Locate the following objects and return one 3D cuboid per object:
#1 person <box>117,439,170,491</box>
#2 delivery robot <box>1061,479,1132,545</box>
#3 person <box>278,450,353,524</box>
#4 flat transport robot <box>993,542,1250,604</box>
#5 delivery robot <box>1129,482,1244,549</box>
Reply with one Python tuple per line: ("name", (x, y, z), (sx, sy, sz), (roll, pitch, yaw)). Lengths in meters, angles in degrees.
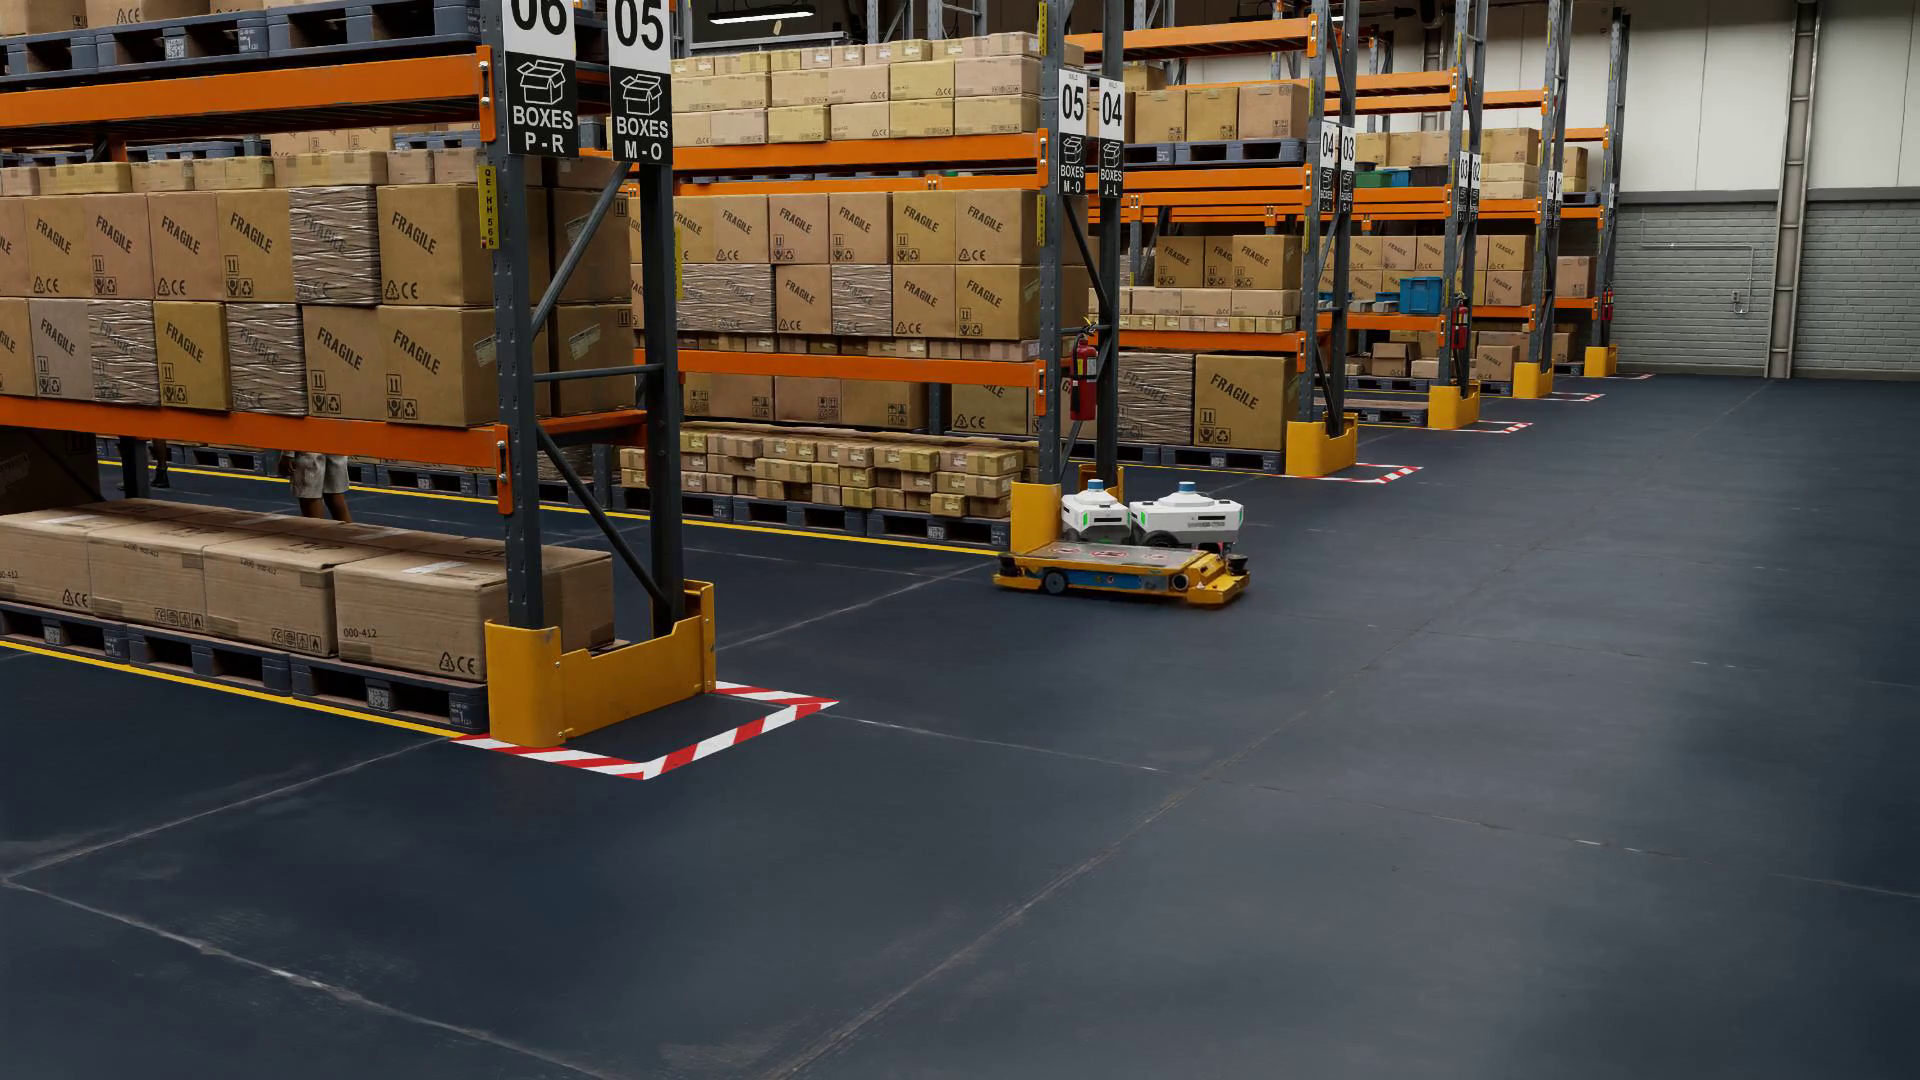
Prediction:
("person", (-7.173, -1.390, 14.421), (0.378, 1.936, 0.548), (7, 12, 35))
("delivery robot", (0.891, -0.157, 10.972), (0.477, 0.478, 0.707), (-1, 10, -9))
("person", (-3.782, -0.586, 9.717), (0.355, 1.938, 0.545), (3, 10, 17))
("flat transport robot", (0.984, 0.180, 10.103), (1.431, 0.197, 0.652), (4, 10, 22))
("delivery robot", (1.479, -0.138, 10.861), (0.707, 0.478, 0.477), (-1, 10, -8))
